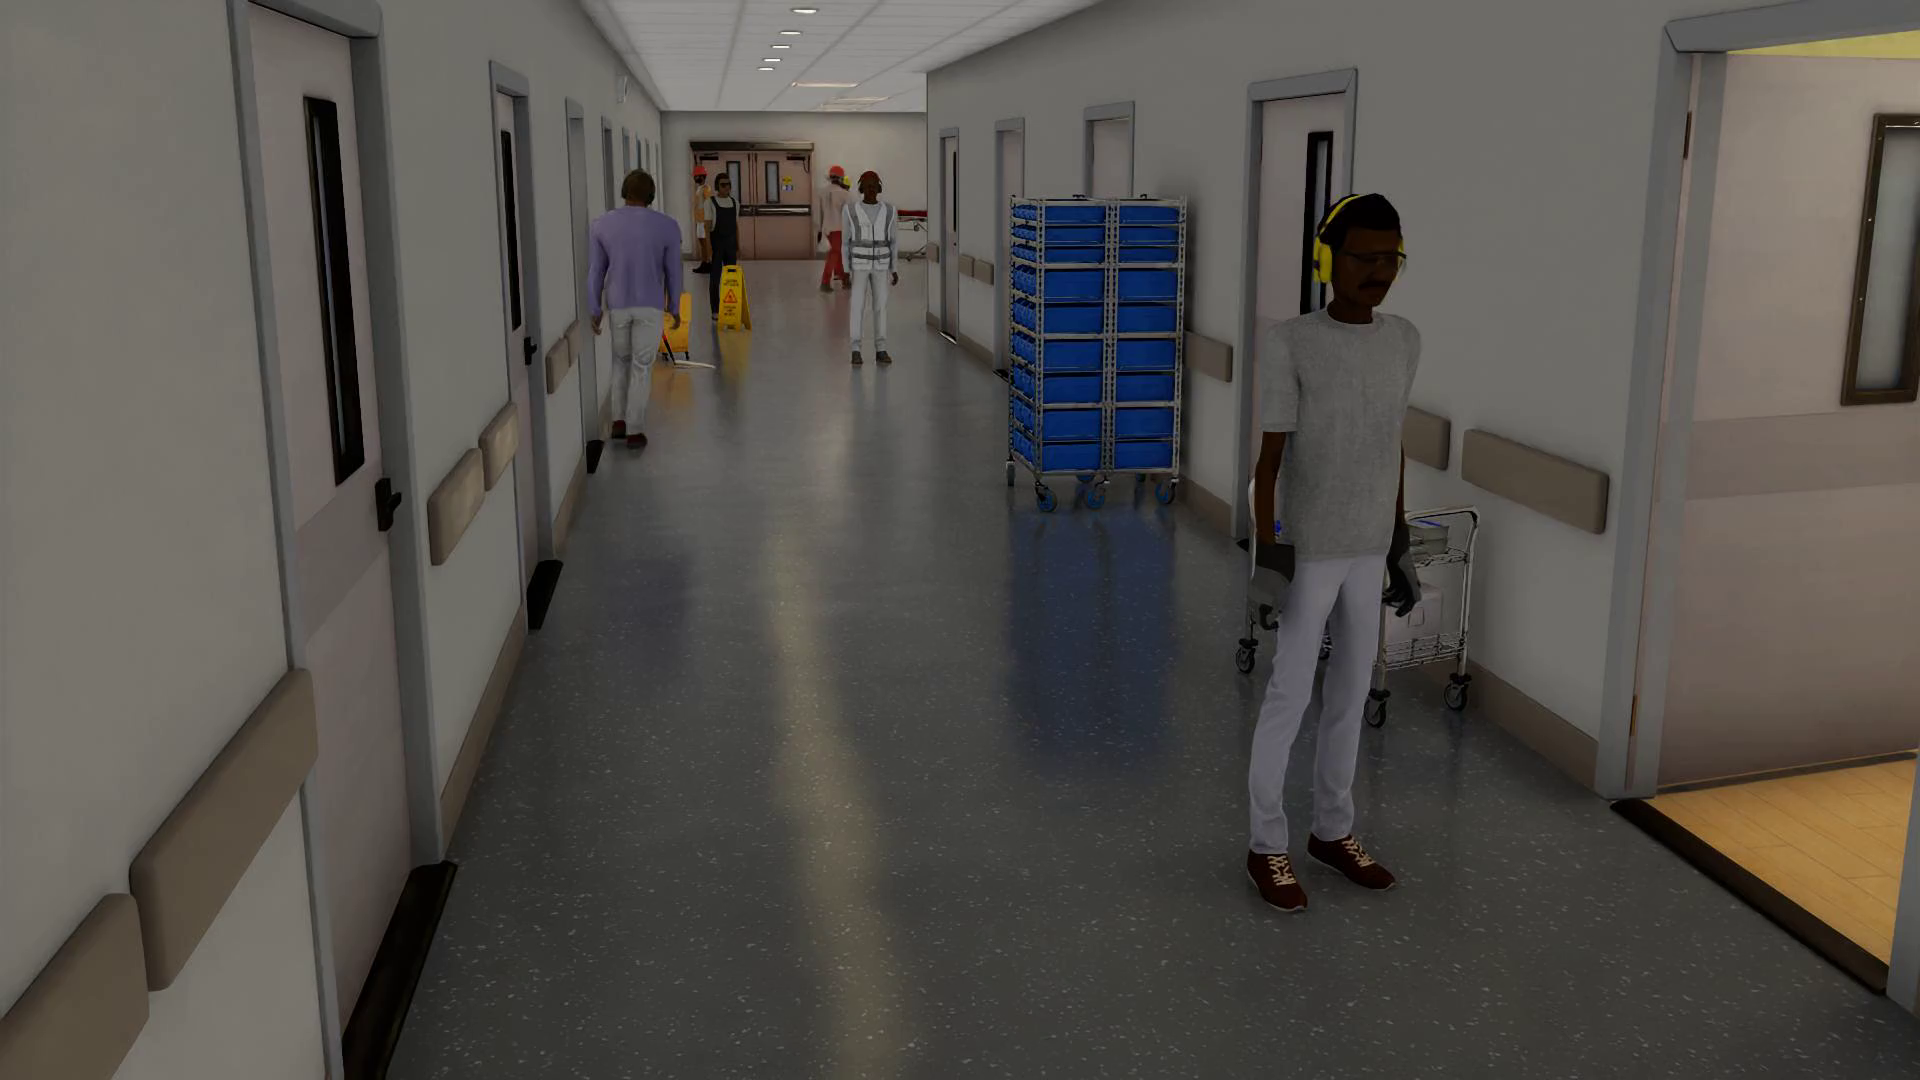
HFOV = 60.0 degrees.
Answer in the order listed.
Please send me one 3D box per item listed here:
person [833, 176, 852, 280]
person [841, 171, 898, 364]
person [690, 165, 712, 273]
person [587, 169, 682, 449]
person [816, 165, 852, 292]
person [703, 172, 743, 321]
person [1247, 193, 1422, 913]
[{"bbox_3d":[-1.987,-5.307,28.353,0.327,1.760,0.523,-11,16,-39],"label":"person"},{"bbox_3d":[-0.886,-2.684,16.424,0.573,1.883,0.356,-4,13,-17],"label":"person"},{"bbox_3d":[-4.685,-5.810,30.183,0.356,1.936,0.551,-7,14,-28],"label":"person"},{"bbox_3d":[-2.239,-1.600,11.558,0.643,1.903,0.609,0,13,1],"label":"person"},{"bbox_3d":[-1.908,-4.820,25.782,0.640,1.944,1.018,9,16,35],"label":"person"},{"bbox_3d":[-2.985,-3.708,21.051,0.508,1.846,0.345,-11,17,-40],"label":"person"},{"bbox_3d":[0.990,0.041,4.364,0.535,1.864,0.309,-6,14,-26],"label":"person"}]
